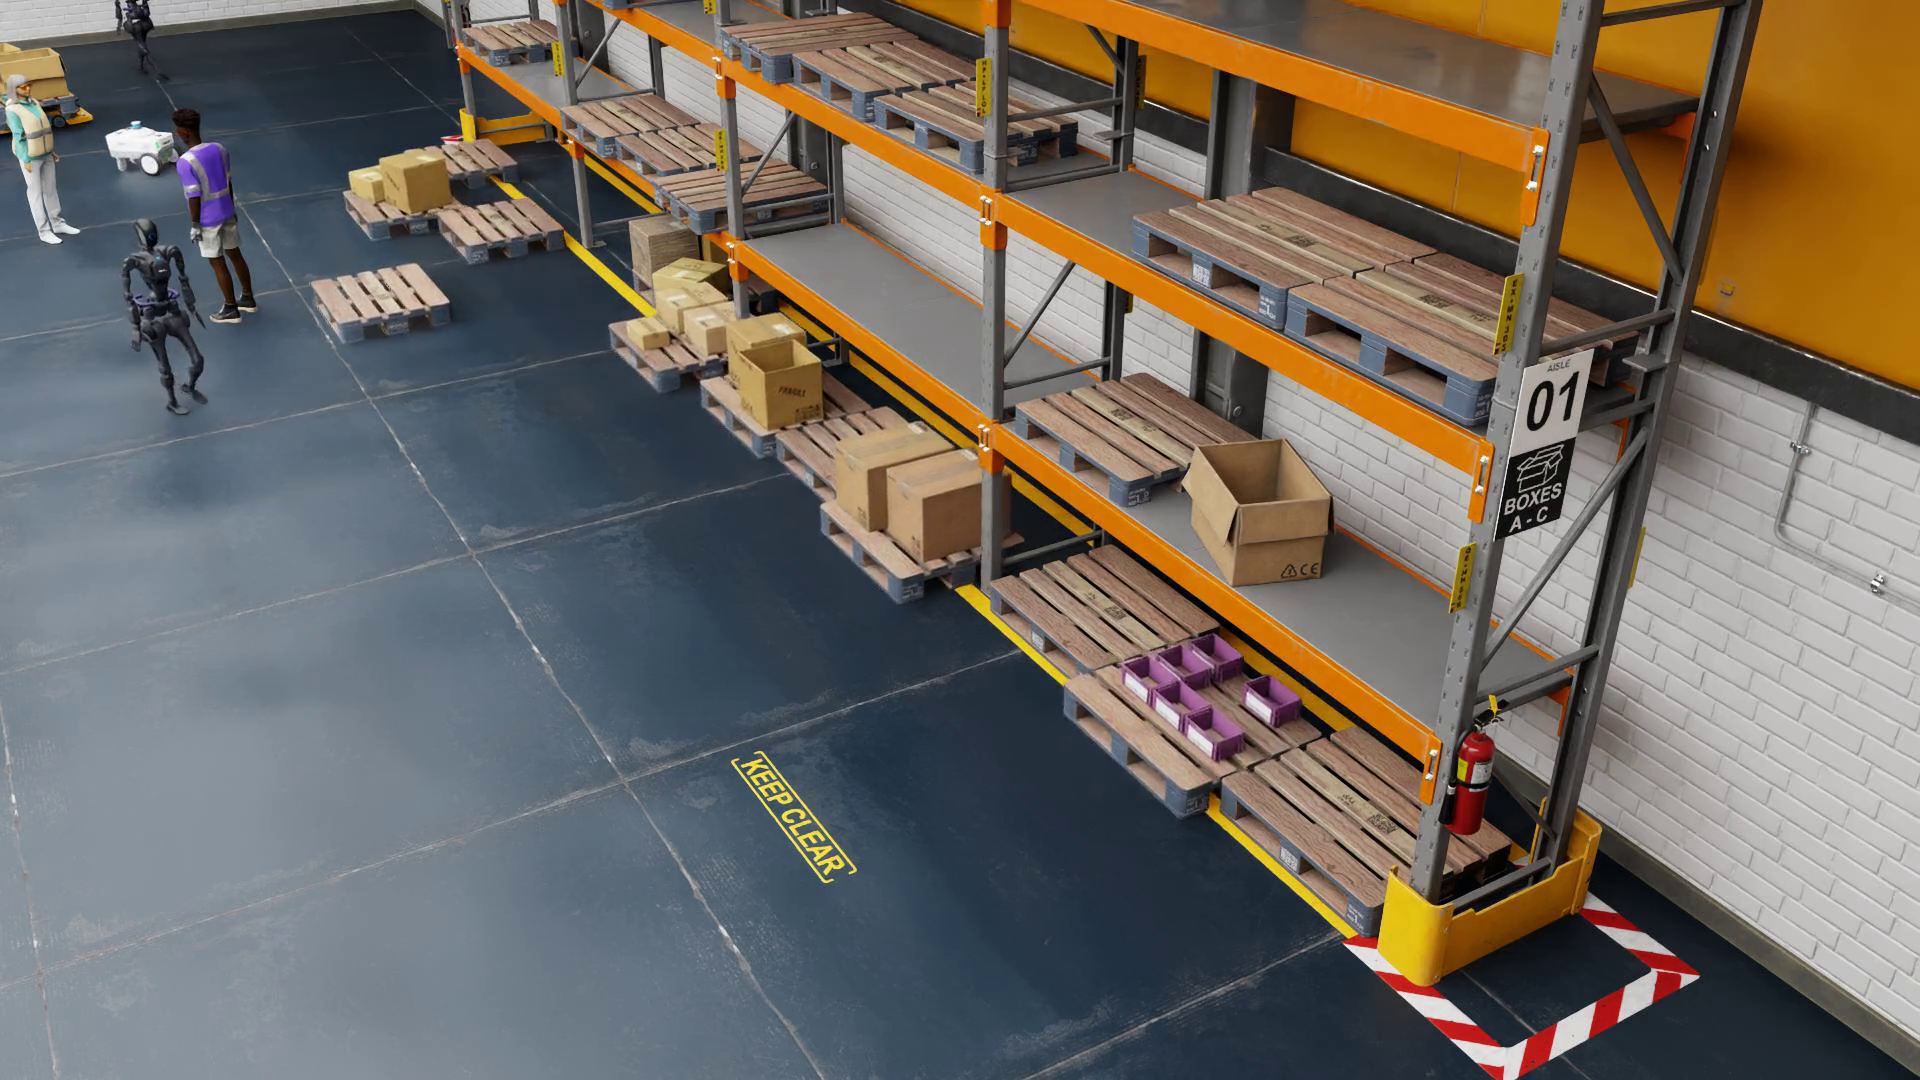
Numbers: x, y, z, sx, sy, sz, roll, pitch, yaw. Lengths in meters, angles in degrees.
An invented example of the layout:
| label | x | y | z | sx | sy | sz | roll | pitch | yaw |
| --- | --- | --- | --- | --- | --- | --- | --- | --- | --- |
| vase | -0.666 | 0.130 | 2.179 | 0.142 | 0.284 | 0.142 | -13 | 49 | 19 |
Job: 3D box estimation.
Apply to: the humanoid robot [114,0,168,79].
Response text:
| label | x | y | z | sx | sy | sz | roll | pitch | yaw |
| --- | --- | --- | --- | --- | --- | --- | --- | --- | --- |
| humanoid robot | -11.391 | -7.211 | 23.000 | 0.802 | 1.635 | 0.586 | 11 | 31 | 19 |

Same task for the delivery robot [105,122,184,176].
| label | x | y | z | sx | sy | sz | roll | pitch | yaw |
| --- | --- | --- | --- | --- | --- | --- | --- | --- | --- |
| delivery robot | -9.526 | -4.577 | 19.438 | 0.782 | 0.611 | 0.521 | 5 | 30 | 9 |

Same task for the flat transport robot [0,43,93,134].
| label | x | y | z | sx | sy | sz | roll | pitch | yaw |
| --- | --- | --- | --- | --- | --- | --- | --- | --- | --- |
| flat transport robot | -11.835 | -5.331 | 21.043 | 1.431 | 0.231 | 0.659 | -22 | 36 | -34 |

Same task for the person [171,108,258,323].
| label | x | y | z | sx | sy | sz | roll | pitch | yaw |
| --- | --- | --- | --- | --- | --- | --- | --- | --- | --- |
| person | -6.797 | -2.946 | 15.114 | 0.362 | 1.961 | 0.612 | 7 | 30 | 12 |

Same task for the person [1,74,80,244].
| label | x | y | z | sx | sy | sz | roll | pitch | yaw |
| --- | --- | --- | --- | --- | --- | --- | --- | --- | --- |
| person | -9.500 | -3.923 | 17.094 | 0.368 | 1.709 | 0.466 | 4 | 30 | 7 |

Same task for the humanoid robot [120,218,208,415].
| label | x | y | z | sx | sy | sz | roll | pitch | yaw |
| --- | --- | --- | --- | --- | --- | --- | --- | --- | --- |
| humanoid robot | -6.402 | -1.794 | 13.367 | 0.340 | 1.645 | 0.613 | 19 | 34 | 29 |
